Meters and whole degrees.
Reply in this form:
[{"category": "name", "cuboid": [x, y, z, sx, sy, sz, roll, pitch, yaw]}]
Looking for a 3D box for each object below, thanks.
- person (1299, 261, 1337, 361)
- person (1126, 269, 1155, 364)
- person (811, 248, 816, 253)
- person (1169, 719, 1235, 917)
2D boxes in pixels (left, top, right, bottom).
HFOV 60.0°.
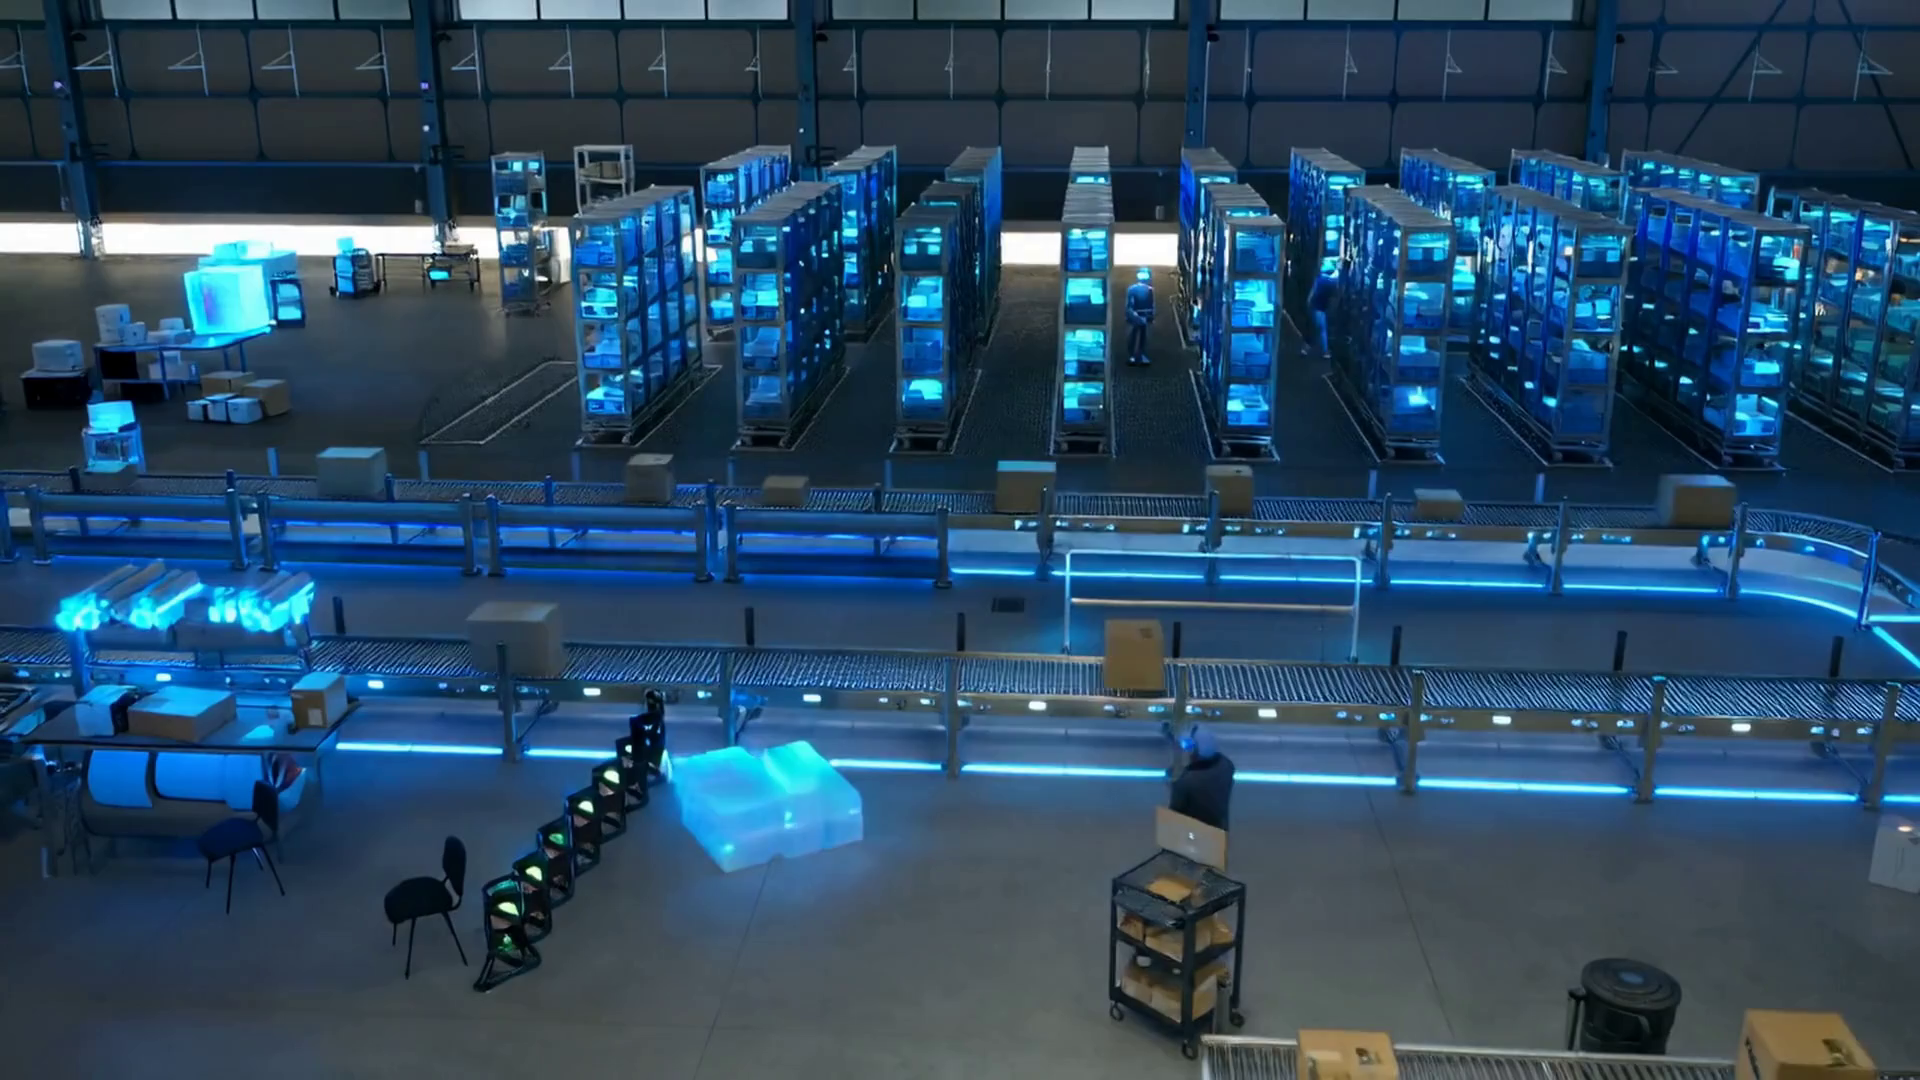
[{"category": "person", "cuboid": [7.083, -4.524, 32.771, 0.921, 1.934, 0.668, 16, 23, 41]}, {"category": "person", "cuboid": [3.515, -4.354, 32.381, 0.591, 1.830, 0.403, -4, 18, -13]}, {"category": "person", "cuboid": [-3.488, -6.716, 39.861, 0.390, 1.839, 0.564, -2, 18, -6]}, {"category": "person", "cuboid": [1.650, 2.133, 11.703, 0.445, 1.892, 0.701, 15, 23, 40]}]
